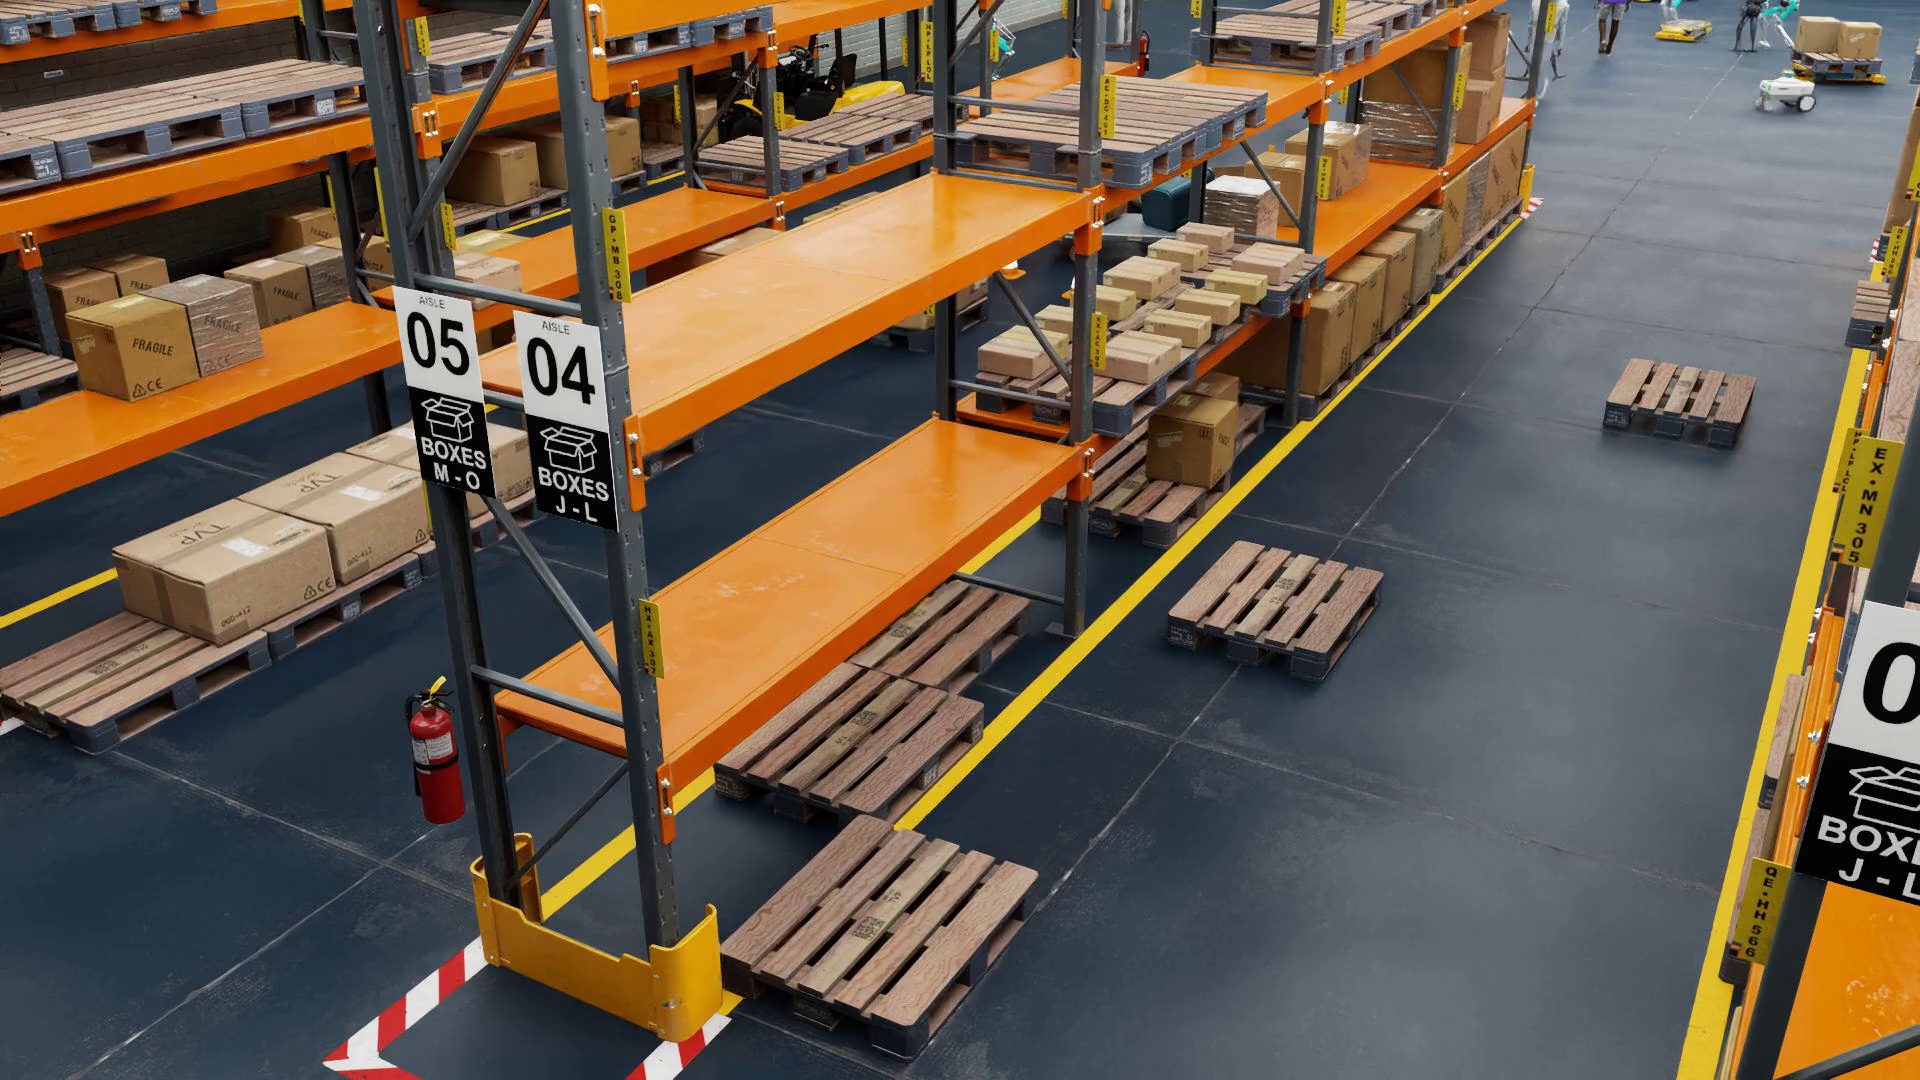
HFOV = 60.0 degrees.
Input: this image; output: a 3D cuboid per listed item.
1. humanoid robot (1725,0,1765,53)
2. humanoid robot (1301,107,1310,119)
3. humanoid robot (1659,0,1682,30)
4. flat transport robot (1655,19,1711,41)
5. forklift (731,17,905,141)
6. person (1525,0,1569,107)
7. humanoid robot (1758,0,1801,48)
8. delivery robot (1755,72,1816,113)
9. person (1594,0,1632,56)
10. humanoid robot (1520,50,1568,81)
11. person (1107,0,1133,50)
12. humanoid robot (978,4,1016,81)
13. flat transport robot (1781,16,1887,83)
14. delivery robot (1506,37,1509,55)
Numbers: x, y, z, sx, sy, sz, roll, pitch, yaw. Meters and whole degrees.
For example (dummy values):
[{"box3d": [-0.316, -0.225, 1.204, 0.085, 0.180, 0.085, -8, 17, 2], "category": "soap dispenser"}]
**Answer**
[{"box3d": [14.010, -9.494, 29.450, 0.526, 1.644, 0.585, 19, 31, 34], "category": "humanoid robot"}, {"box3d": [4.887, -6.953, 24.202, 0.621, 1.631, 0.609, 2, 26, 5], "category": "humanoid robot"}, {"box3d": [13.617, -10.532, 31.534, 0.838, 1.752, 0.532, -6, 26, -12], "category": "humanoid robot"}, {"box3d": [13.618, -9.595, 31.279, 0.659, 0.231, 1.431, 18, 31, 32], "category": "flat transport robot"}, {"box3d": [-1.819, -5.975, 21.543, 2.313, 2.155, 1.214, 14, 29, 26], "category": "forklift"}, {"box3d": [8.824, -7.512, 25.081, 0.596, 1.898, 0.728, 23, 34, 39], "category": "person"}, {"box3d": [14.685, -9.650, 29.703, 0.531, 1.739, 0.960, -18, 31, -33], "category": "humanoid robot"}, {"box3d": [12.420, -6.711, 24.977, 0.814, 0.612, 0.499, 0, 26, 0], "category": "delivery robot"}, {"box3d": [11.407, -9.426, 28.986, 0.633, 1.953, 0.485, 8, 27, 16], "category": "person"}, {"box3d": [9.536, -8.244, 26.882, 0.747, 1.622, 0.590, 9, 27, 18], "category": "humanoid robot"}, {"box3d": [2.943, -9.797, 29.824, 0.667, 1.903, 0.594, -4, 26, -9], "category": "person"}, {"box3d": [0.609, -8.174, 26.480, 0.735, 1.677, 0.533, 8, 27, 16], "category": "humanoid robot"}, {"box3d": [14.305, -7.649, 27.235, 1.431, 0.231, 0.659, 2, 26, 5], "category": "flat transport robot"}, {"box3d": [9.282, -8.744, 29.204, 0.798, 0.614, 0.499, -16, 30, -29], "category": "delivery robot"}]
